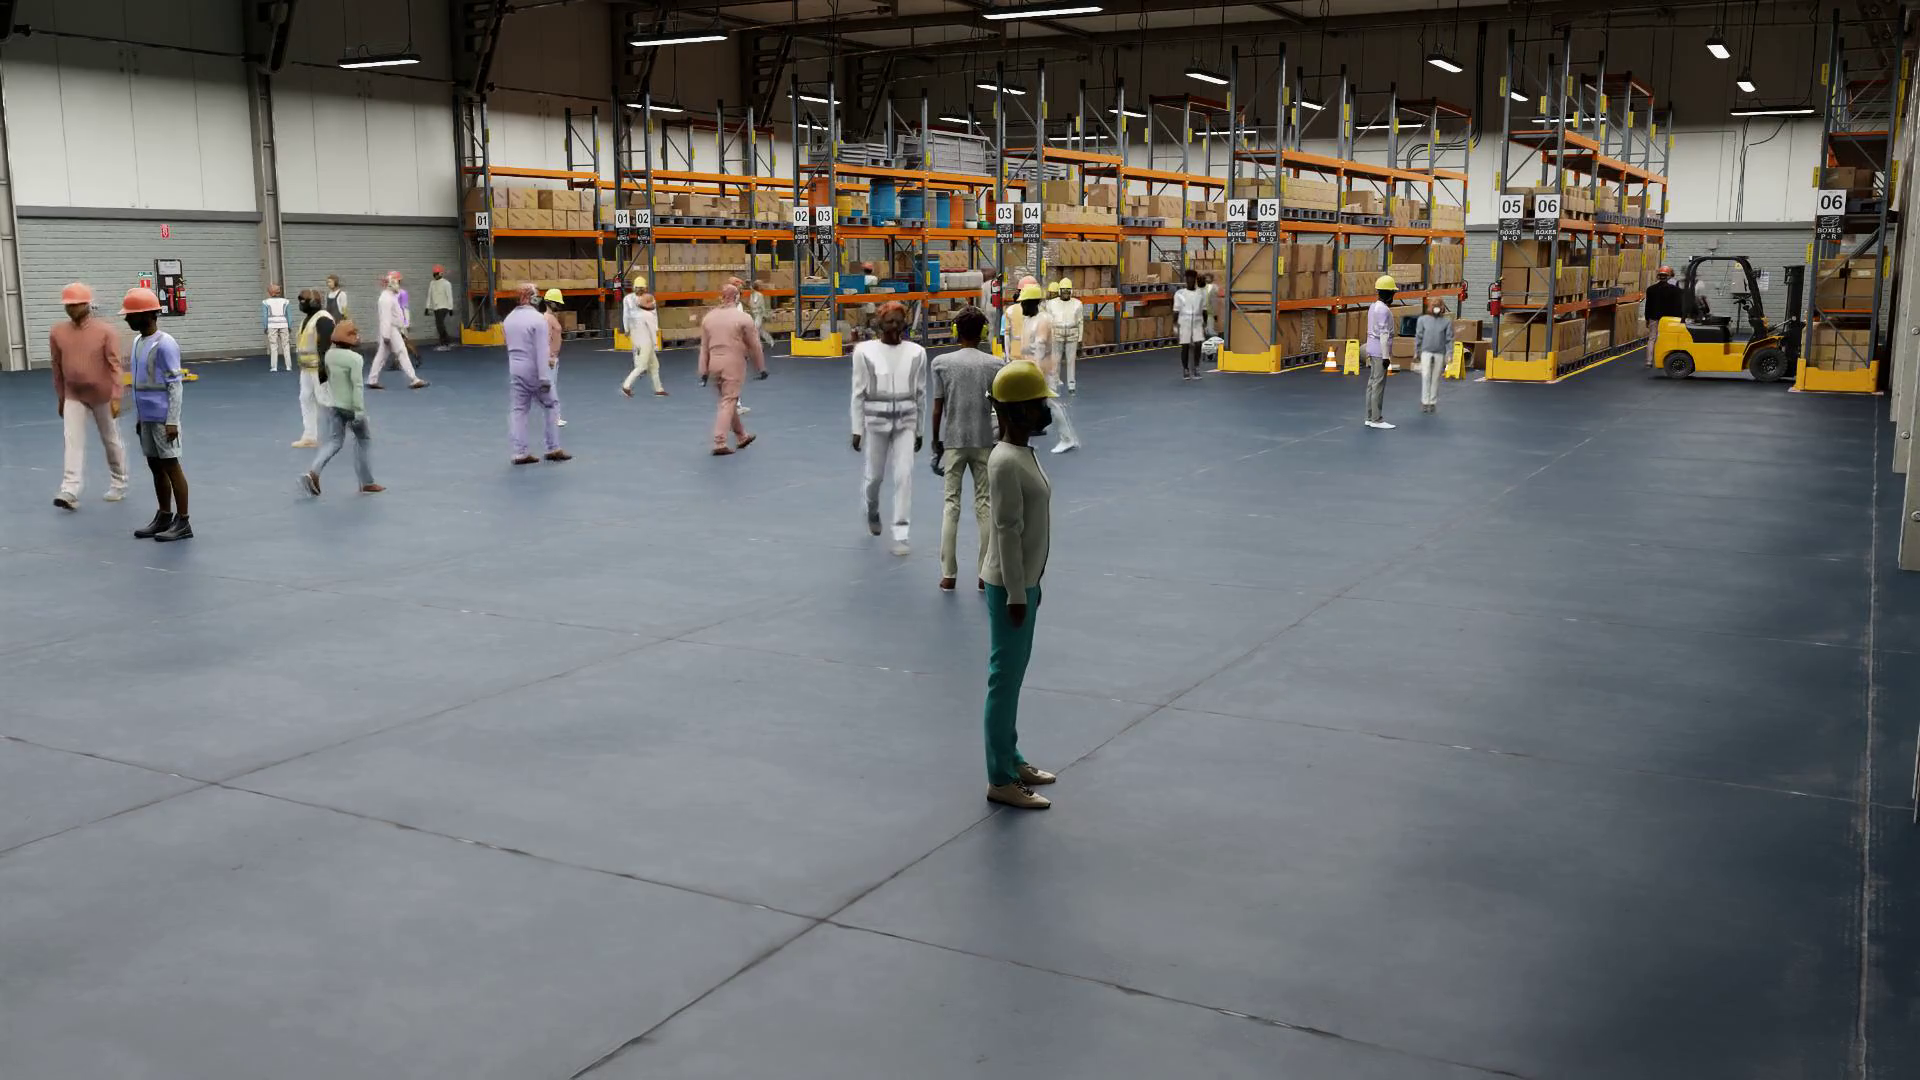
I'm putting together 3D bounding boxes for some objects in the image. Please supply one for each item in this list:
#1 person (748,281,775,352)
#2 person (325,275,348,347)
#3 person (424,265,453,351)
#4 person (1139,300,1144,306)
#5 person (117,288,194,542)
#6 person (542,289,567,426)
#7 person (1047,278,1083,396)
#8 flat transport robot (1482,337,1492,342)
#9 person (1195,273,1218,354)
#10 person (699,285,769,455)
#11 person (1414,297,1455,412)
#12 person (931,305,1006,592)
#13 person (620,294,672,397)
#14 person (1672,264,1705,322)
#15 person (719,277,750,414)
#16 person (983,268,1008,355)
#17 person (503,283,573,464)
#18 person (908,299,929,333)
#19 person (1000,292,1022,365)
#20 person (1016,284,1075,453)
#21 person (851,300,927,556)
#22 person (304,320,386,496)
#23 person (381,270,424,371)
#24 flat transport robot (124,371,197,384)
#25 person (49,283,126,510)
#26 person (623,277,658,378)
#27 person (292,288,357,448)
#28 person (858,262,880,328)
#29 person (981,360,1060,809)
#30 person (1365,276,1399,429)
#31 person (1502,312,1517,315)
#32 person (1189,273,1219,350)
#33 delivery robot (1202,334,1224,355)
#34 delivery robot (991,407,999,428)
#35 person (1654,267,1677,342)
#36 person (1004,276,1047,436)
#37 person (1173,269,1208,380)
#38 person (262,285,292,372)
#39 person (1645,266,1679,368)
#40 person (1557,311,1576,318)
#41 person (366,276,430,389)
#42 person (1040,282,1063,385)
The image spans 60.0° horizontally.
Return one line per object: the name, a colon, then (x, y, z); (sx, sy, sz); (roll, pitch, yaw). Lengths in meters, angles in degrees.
person: (-4.554, -5.125, 38.104); (0.679, 1.604, 0.557); (-6, 11, -31)
person: (-11.766, -4.085, 31.386); (0.520, 1.832, 0.429); (7, 12, 34)
person: (-12.021, -5.314, 38.164); (0.623, 1.967, 0.767); (7, 12, 34)
person: (5.486, -6.971, 48.546); (0.583, 1.726, 0.801); (3, 10, 17)
person: (-6.162, -0.950, 12.712); (0.550, 1.933, 0.373); (8, 12, 38)
person: (-5.226, -2.340, 21.369); (0.332, 1.759, 0.523); (-1, 10, -7)
person: (1.626, -3.148, 25.865); (0.592, 1.837, 0.404); (0, 10, -3)
flat transport robot: (12.656, -4.677, 39.397); (0.652, 0.197, 1.431); (2, 10, 14)
person: (5.460, -5.029, 36.989); (0.656, 1.808, 0.769); (6, 12, 32)
person: (-2.496, -1.887, 18.451); (0.656, 1.849, 1.006); (6, 11, 30)
person: (6.592, -2.562, 23.092); (0.527, 1.597, 0.776); (2, 10, 10)
person: (0.059, -0.586, 10.810); (0.499, 1.860, 0.311); (0, 10, -1)
person: (-4.891, -3.001, 25.701); (0.808, 1.600, 0.497); (-4, 11, -24)
person: (15.112, -4.768, 34.756); (0.704, 2.000, 0.869); (9, 13, 43)
person: (-3.124, -2.682, 23.000); (0.355, 1.885, 0.575); (2, 10, 12)
person: (0.802, -5.027, 36.616); (0.643, 1.920, 0.512); (4, 10, 21)
person: (-4.430, -1.749, 17.519); (0.681, 1.880, 0.757); (7, 12, 35)
person: (-1.152, -6.757, 47.061); (0.534, 1.811, 1.008); (4, 10, 22)
person: (0.808, -2.573, 22.923); (0.531, 1.691, 0.320); (-3, 10, -17)
person: (0.848, -1.869, 18.278); (0.984, 1.880, 0.605); (-4, 10, -22)
person: (-0.531, -0.850, 12.359); (0.582, 1.863, 0.800); (-2, 10, -11)
person: (-5.625, -1.195, 15.111); (0.505, 1.608, 0.709); (5, 11, 29)
person: (-10.677, -4.187, 31.755); (0.551, 1.914, 0.880); (9, 13, 42)
flat transport robot: (-13.684, -2.784, 28.312); (0.652, 0.197, 1.431); (1, 10, 5)
person: (-7.583, -1.249, 14.446); (0.644, 1.937, 1.012); (-1, 10, -4)
person: (-5.774, -3.849, 30.065); (0.608, 1.806, 0.754); (-3, 10, -17)
person: (-7.267, -1.964, 19.000); (0.724, 1.815, 0.620); (-9, 14, -44)
person: (-2.499, -6.431, 44.572); (0.621, 2.019, 0.813); (5, 11, 28)
person: (0.240, 0.169, 6.645); (0.302, 1.772, 0.525); (1, 10, 8)
person: (5.345, -2.377, 21.090); (0.369, 1.927, 0.587); (0, 10, 0)
person: (13.184, -5.559, 39.893); (0.309, 1.868, 0.535); (-3, 10, -15)
person: (5.656, -5.273, 38.468); (0.579, 1.791, 0.920); (7, 12, 34)
delivery robot: (5.316, -4.050, 34.622); (0.477, 0.478, 0.707); (6, 11, 33)
delivery robot: (0.467, -1.539, 19.919); (0.477, 0.478, 0.707); (4, 10, 20)
person: (15.672, -5.074, 36.885); (0.646, 1.931, 0.427); (4, 11, 24)
person: (0.805, -2.225, 20.175); (0.547, 1.934, 0.376); (5, 11, 29)
person: (4.050, -3.753, 29.100); (0.645, 1.932, 0.840); (0, 10, -1)
person: (-12.864, -3.988, 31.362); (0.514, 1.641, 0.307); (-6, 11, -31)
person: (13.574, -4.299, 32.190); (0.605, 1.986, 0.402); (8, 12, 39)
person: (15.072, -5.900, 41.530); (0.637, 1.986, 1.043); (6, 12, 33)
person: (-9.287, -3.391, 27.236); (0.997, 1.858, 0.652); (-4, 10, -22)
person: (1.579, -3.491, 28.154); (0.492, 1.740, 0.325); (-3, 10, -16)
